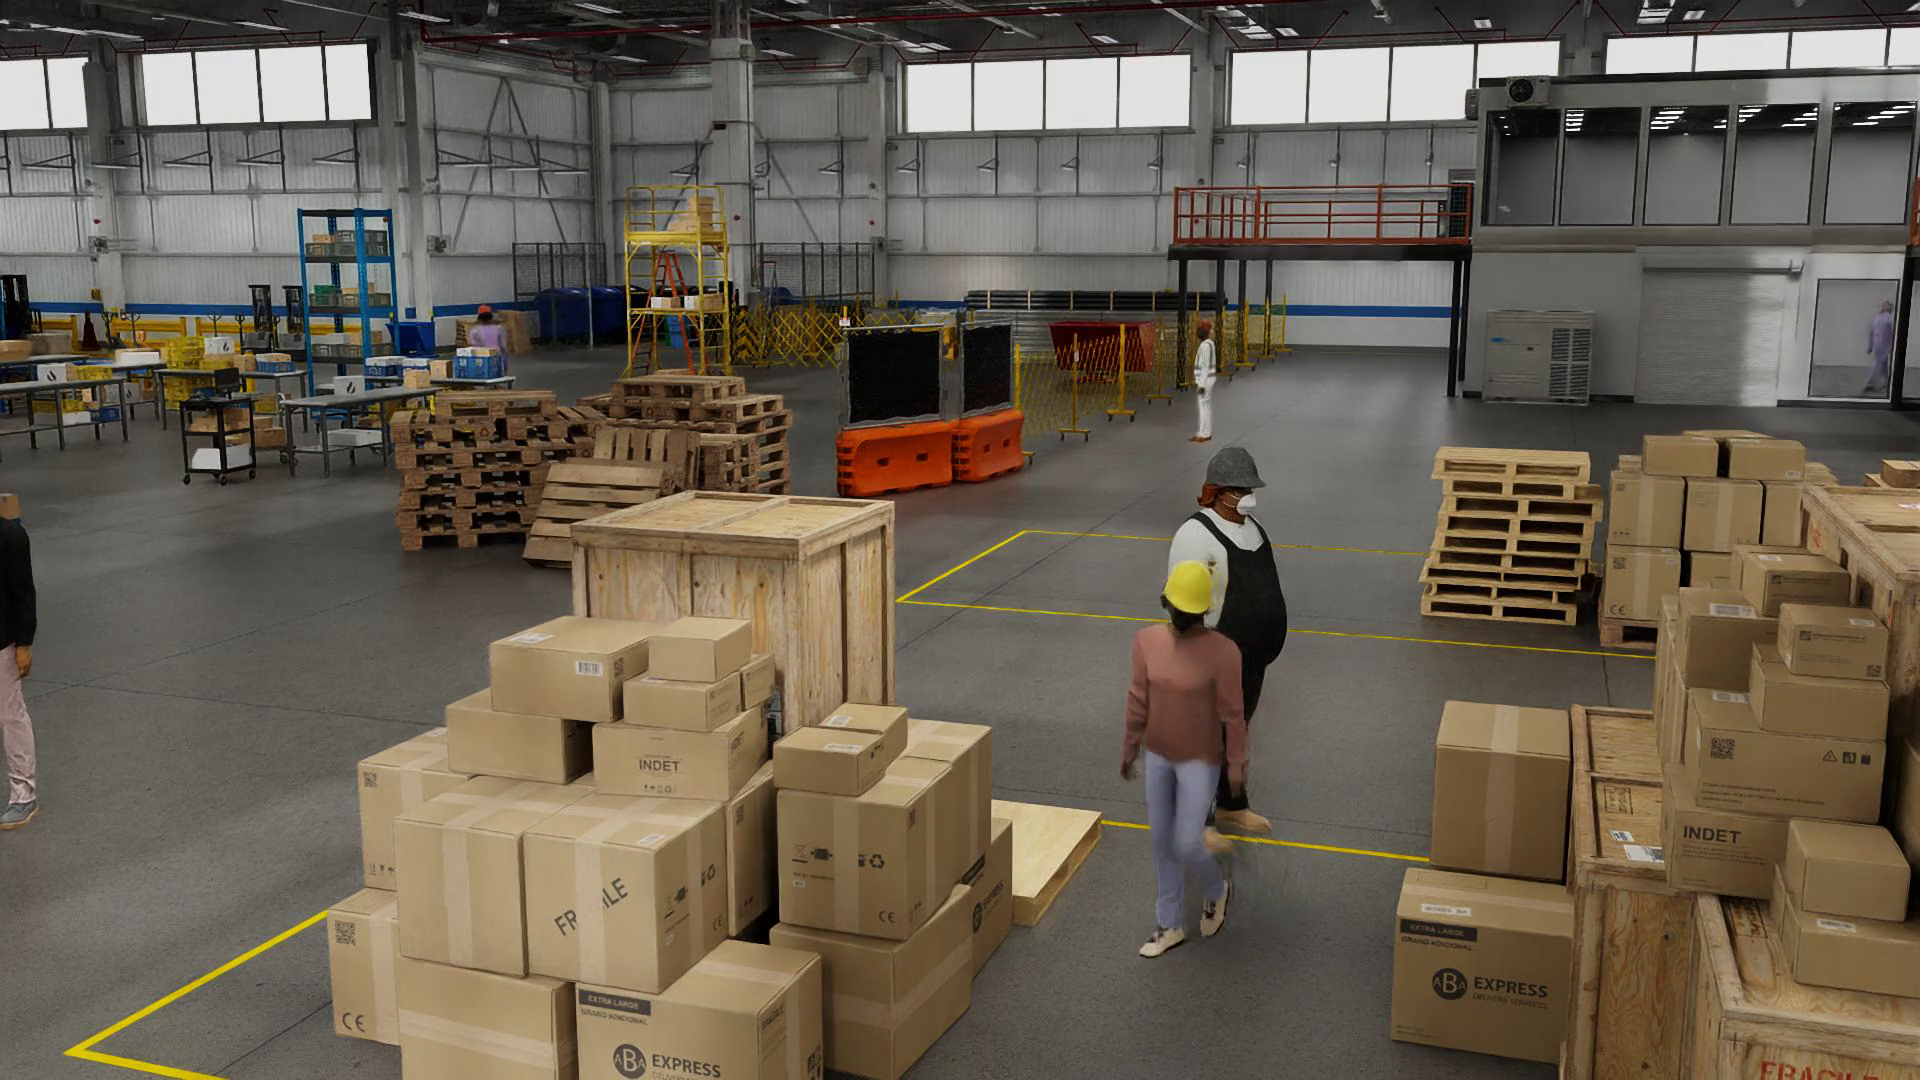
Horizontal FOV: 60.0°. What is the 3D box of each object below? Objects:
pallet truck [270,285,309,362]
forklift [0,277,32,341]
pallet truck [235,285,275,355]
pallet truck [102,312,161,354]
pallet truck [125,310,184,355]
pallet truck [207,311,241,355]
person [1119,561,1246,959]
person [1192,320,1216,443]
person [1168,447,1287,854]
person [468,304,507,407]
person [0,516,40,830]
[{"bbox_3d":[-17.147,-5.700,43.663,0.823,1.965,1.885,3,11,17],"label":"pallet truck"},{"bbox_3d":[-27.151,-6.329,46.328,1.157,1.987,2.680,3,11,17],"label":"forklift"},{"bbox_3d":[-18.327,-5.835,44.421,0.823,1.965,1.885,4,11,23],"label":"pallet truck"},{"bbox_3d":[-23.057,-5.777,46.261,0.680,1.201,1.601,3,11,19],"label":"pallet truck"},{"bbox_3d":[-22.038,-5.665,45.457,0.704,1.261,1.522,3,11,17],"label":"pallet truck"},{"bbox_3d":[-19.537,-5.575,44.913,0.653,1.274,1.630,3,11,19],"label":"pallet truck"},{"bbox_3d":[0.946,0.923,7.054,0.550,1.738,0.415,9,14,42],"label":"person"},{"bbox_3d":[3.760,-2.427,25.545,0.338,1.883,0.583,3,10,16],"label":"person"},{"bbox_3d":[1.386,0.537,8.417,0.538,2.000,0.683,8,13,39],"label":"person"},{"bbox_3d":[-8.091,-3.002,28.378,0.636,2.024,0.686,-6,12,-32],"label":"person"},{"bbox_3d":[-5.104,0.520,8.634,0.611,1.996,0.378,1,10,5],"label":"person"}]
